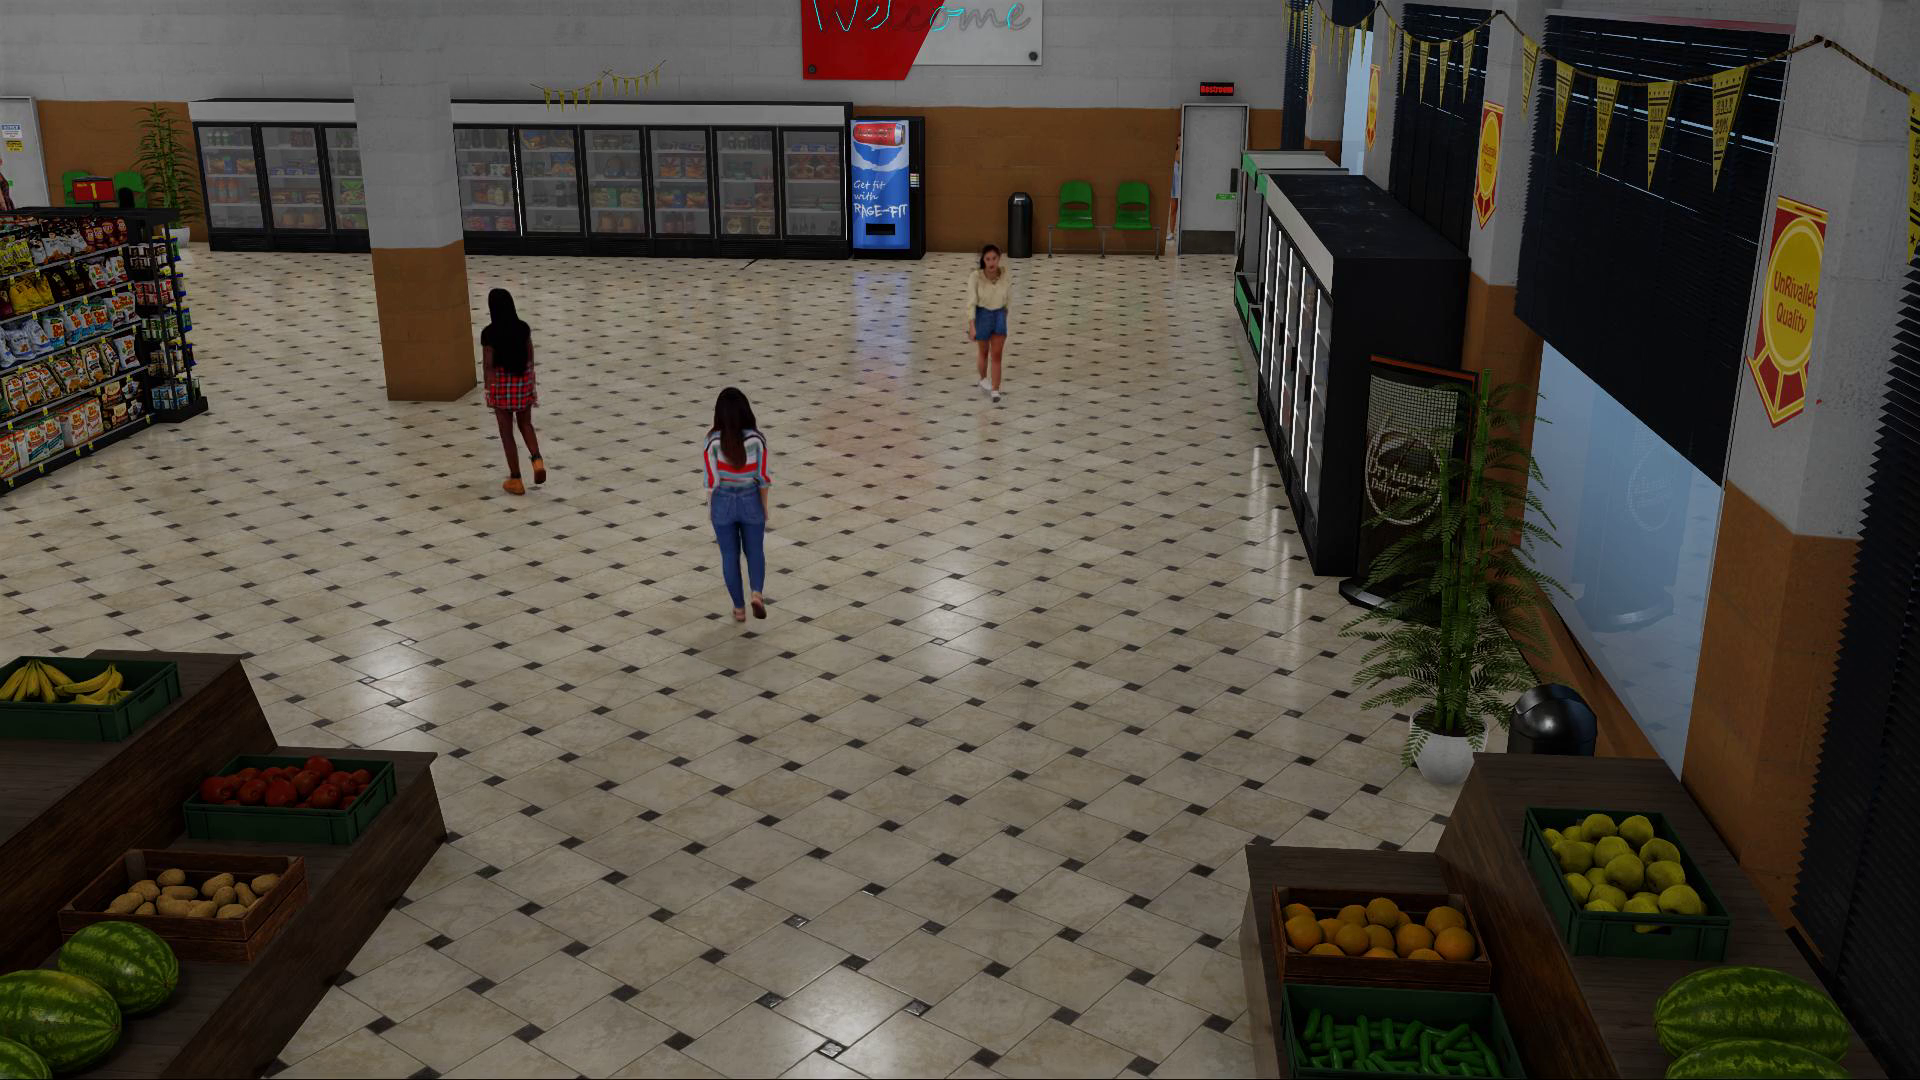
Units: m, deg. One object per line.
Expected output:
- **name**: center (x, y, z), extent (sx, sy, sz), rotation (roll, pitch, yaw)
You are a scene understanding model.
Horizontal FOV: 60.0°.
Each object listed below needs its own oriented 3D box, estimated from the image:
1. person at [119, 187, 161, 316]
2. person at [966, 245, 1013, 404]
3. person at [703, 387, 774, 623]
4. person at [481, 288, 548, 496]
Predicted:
- **person**: center (-10.012, -3.415, 20.215), extent (0.702, 1.729, 0.736), rotation (-11, 22, -30)
- **person**: center (0.299, -2.184, 16.836), extent (0.863, 1.555, 1.243), rotation (-5, 19, -13)
- **person**: center (-1.444, -0.188, 10.846), extent (0.727, 1.599, 0.862), rotation (-4, 19, -11)
- **person**: center (-3.631, -1.196, 13.659), extent (0.819, 1.713, 0.873), rotation (-17, 25, -40)
